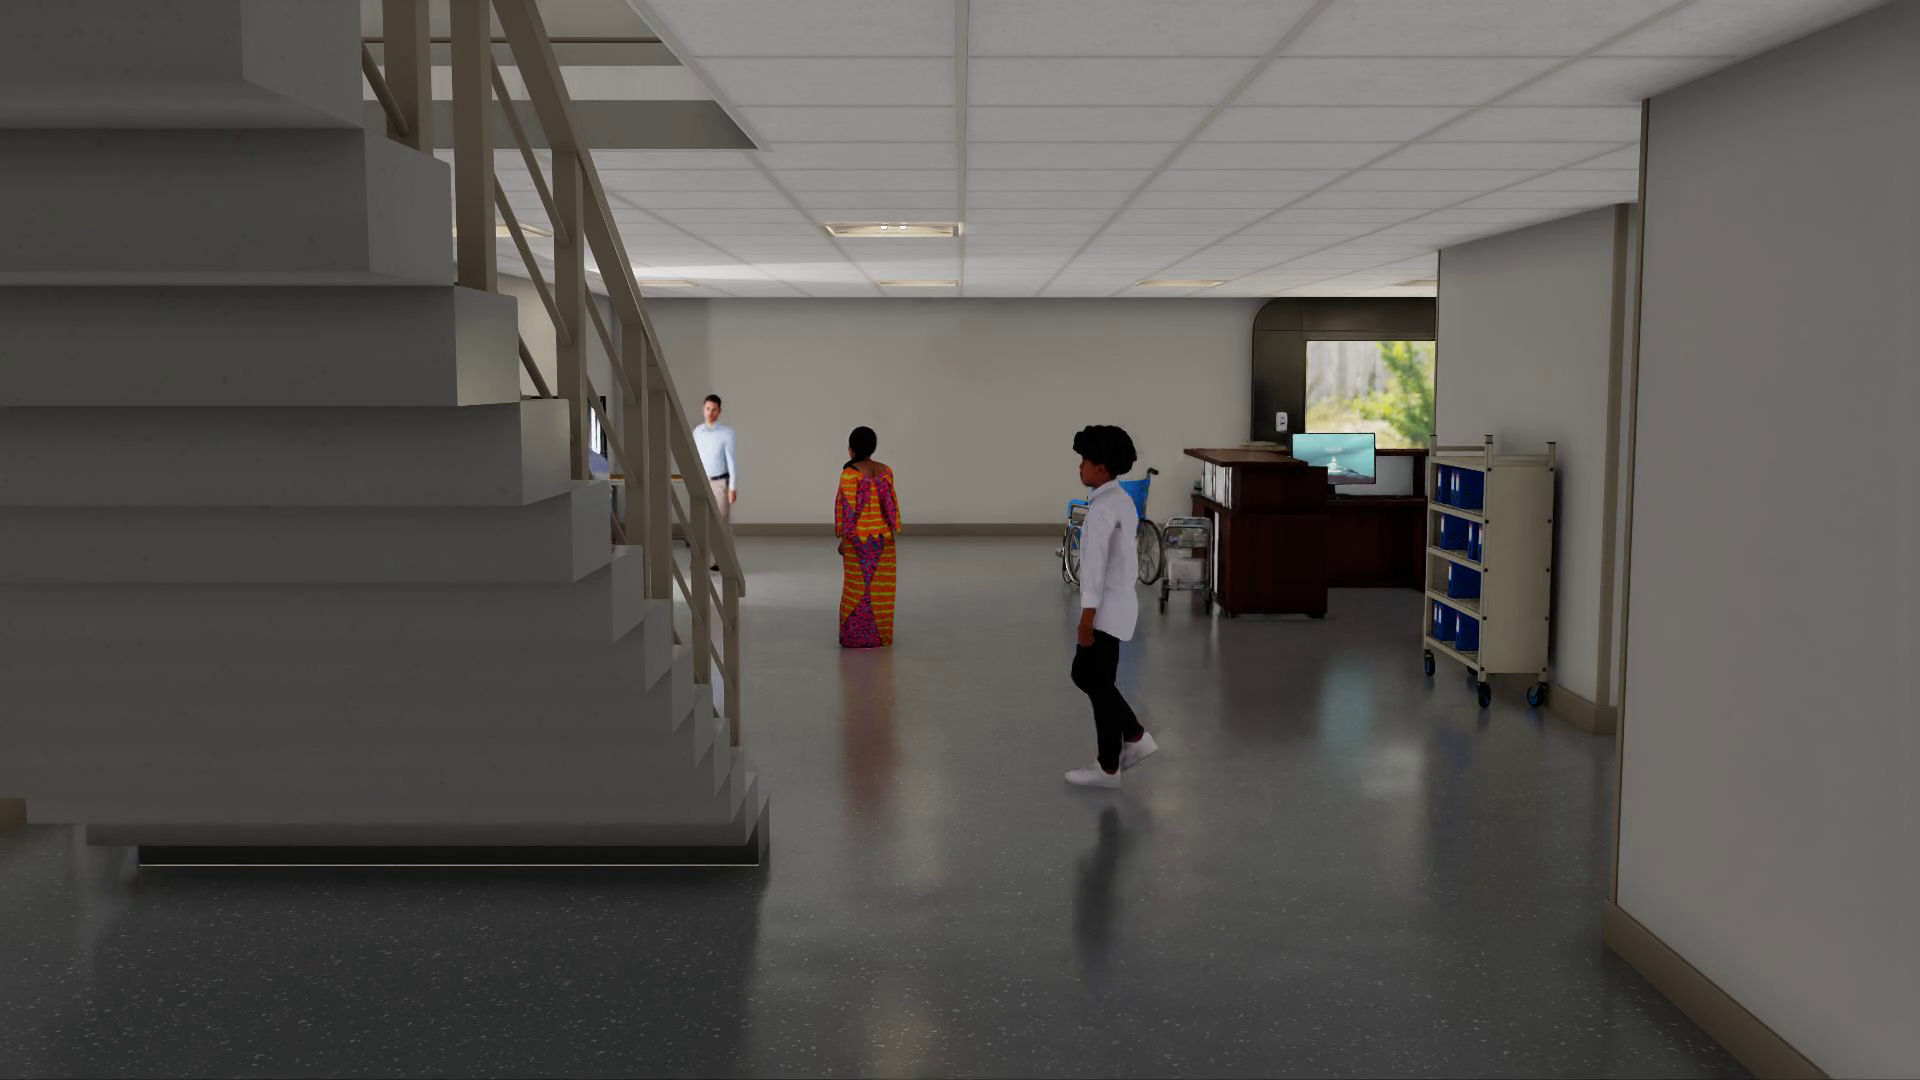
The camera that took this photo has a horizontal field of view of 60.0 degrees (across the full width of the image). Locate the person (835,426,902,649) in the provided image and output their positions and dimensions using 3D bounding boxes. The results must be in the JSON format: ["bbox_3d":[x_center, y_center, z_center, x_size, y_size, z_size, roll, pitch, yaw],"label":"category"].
[{"bbox_3d":[-0.728,-0.048,12.563,0.781,1.687,0.841,-6,8,-44],"label":"person"}]

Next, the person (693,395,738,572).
[{"bbox_3d":[-2.467,-0.527,16.749,0.806,1.800,1.248,2,6,18],"label":"person"}]

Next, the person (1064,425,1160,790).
[{"bbox_3d":[0.792,0.335,8.181,0.811,1.800,0.726,2,6,17],"label":"person"}]
